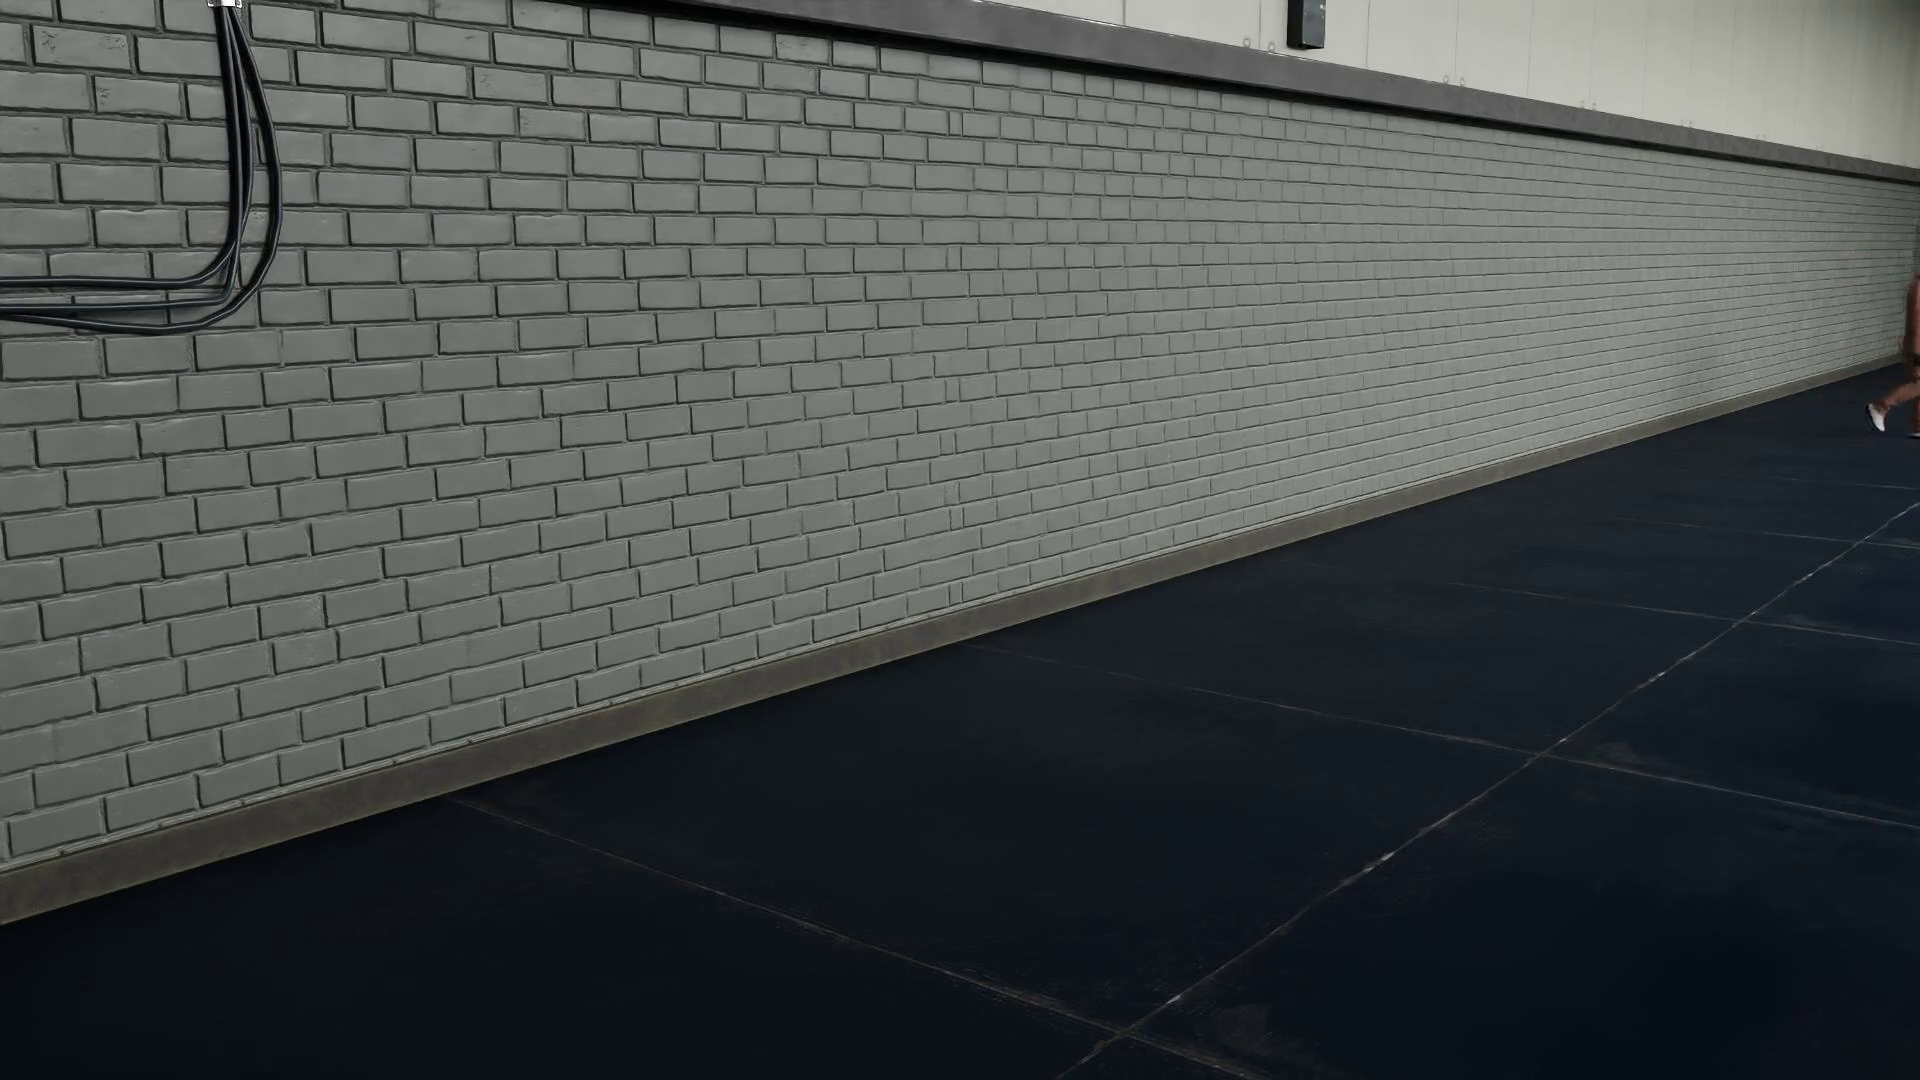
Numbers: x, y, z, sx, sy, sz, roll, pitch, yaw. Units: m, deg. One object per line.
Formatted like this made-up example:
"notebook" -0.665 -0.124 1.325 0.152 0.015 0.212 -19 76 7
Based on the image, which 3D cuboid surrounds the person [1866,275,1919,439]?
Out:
"person" 9.666 -1.961 16.831 0.635 1.887 0.643 8 13 37
